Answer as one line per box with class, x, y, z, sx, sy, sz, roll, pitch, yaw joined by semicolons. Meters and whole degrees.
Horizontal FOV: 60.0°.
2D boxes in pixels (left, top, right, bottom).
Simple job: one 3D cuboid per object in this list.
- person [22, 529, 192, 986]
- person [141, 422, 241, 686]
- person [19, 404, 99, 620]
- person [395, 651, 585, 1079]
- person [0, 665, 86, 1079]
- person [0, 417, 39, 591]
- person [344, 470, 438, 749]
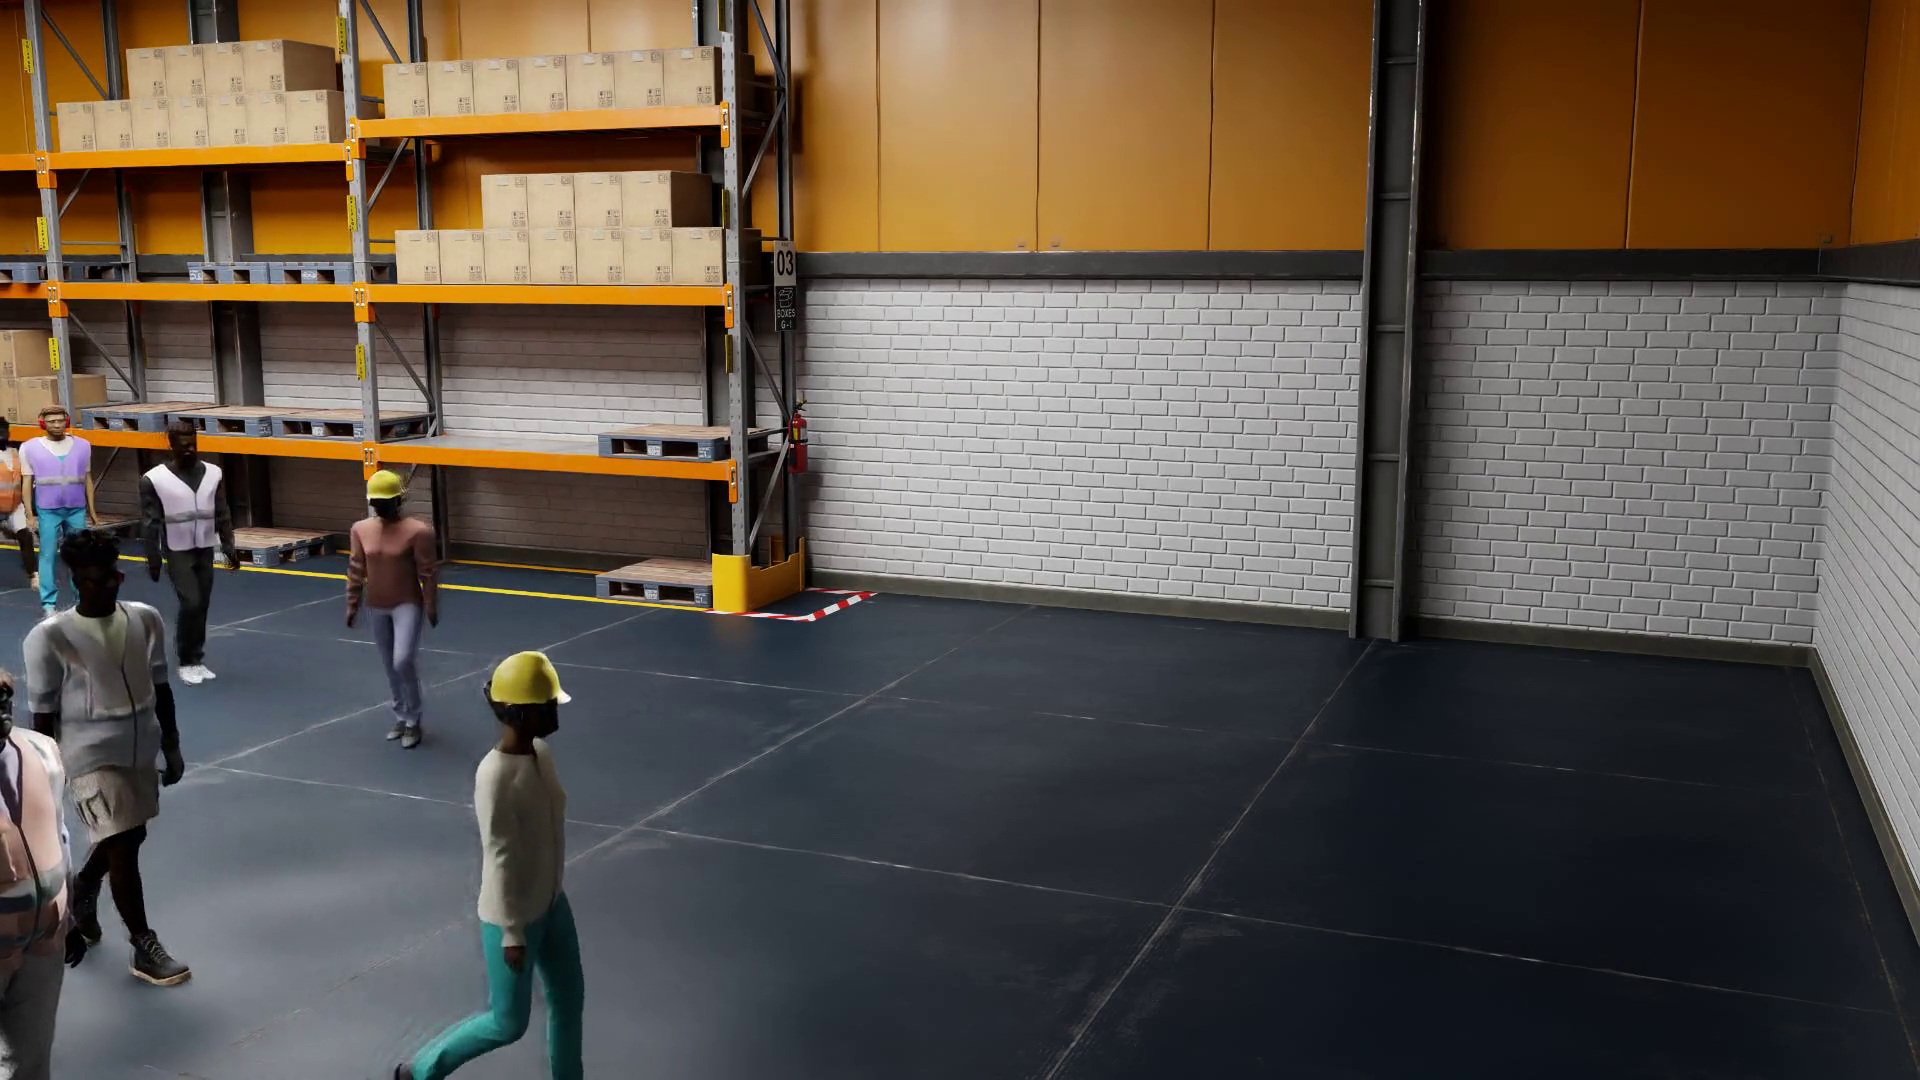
person;-3.662;0.889;7.101;0.916;1.929;0.616;5;11;28
person;-5.503;0.098;11.993;0.587;1.900;0.593;6;11;30
person;-7.695;-0.245;14.220;0.372;1.843;0.570;9;13;43
person;-1.524;1.225;5.609;0.718;1.747;0.528;2;10;11
person;-2.972;1.258;5.123;0.430;1.843;0.625;4;10;21
person;-8.896;-0.334;15.361;0.900;1.651;0.525;3;10;19
person;-3.571;0.434;10.411;0.534;1.746;0.607;2;9;9
